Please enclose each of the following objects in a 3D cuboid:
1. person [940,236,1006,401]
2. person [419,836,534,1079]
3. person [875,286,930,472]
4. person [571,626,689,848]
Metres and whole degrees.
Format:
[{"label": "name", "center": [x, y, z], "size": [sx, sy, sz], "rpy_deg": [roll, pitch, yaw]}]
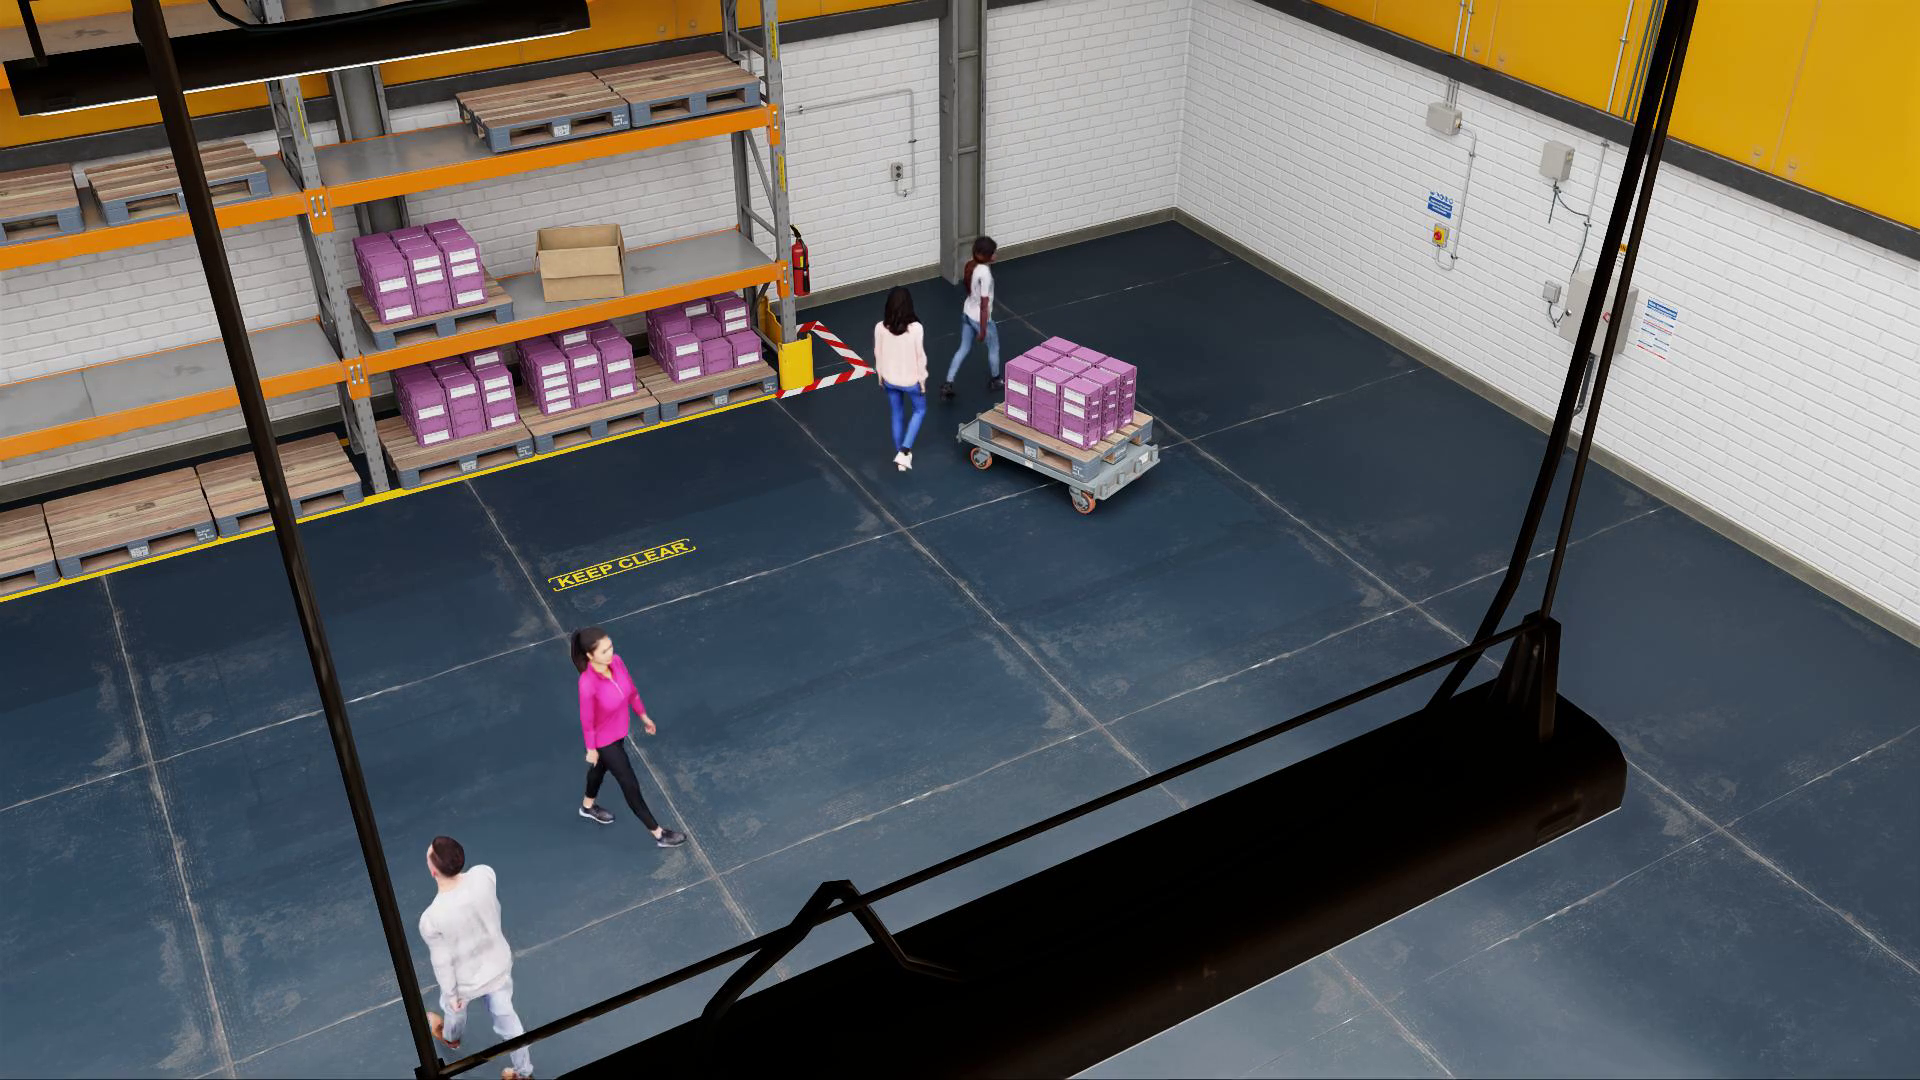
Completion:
[{"label": "person", "center": [0.105, -2.038, 15.590], "size": [1.065, 1.675, 0.729], "rpy_deg": [-16, 37, -23]}, {"label": "person", "center": [-2.535, 2.326, 8.912], "size": [0.997, 1.798, 1.131], "rpy_deg": [24, 41, 32]}, {"label": "person", "center": [-0.527, -1.340, 14.462], "size": [0.840, 1.761, 0.899], "rpy_deg": [11, 35, 16]}, {"label": "person", "center": [-2.324, 1.235, 10.682], "size": [1.102, 1.657, 1.077], "rpy_deg": [10, 35, 15]}]
